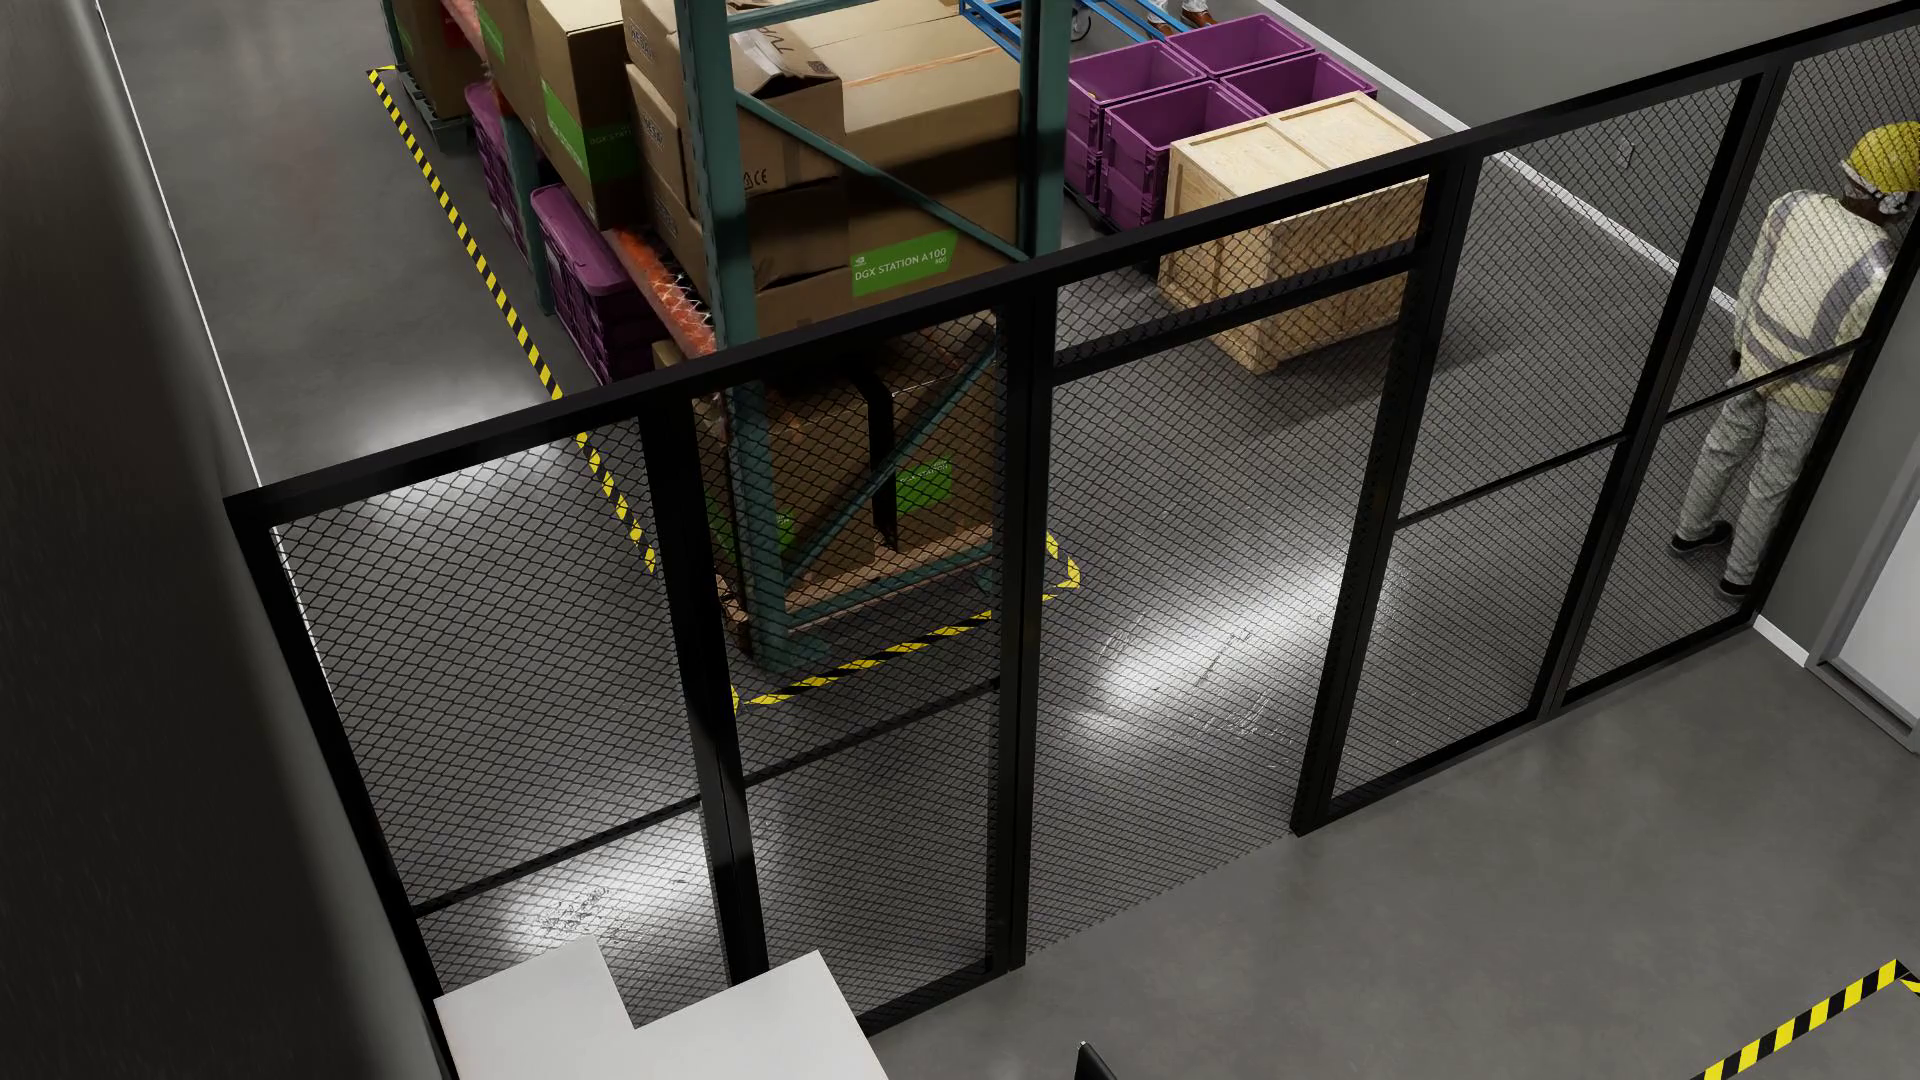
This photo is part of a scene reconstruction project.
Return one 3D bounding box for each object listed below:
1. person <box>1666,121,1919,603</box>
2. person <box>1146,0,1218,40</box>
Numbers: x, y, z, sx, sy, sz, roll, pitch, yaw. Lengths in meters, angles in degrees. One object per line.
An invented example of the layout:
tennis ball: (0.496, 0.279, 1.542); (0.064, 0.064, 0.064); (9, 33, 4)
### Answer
person: (2.857, -0.582, 5.658); (0.404, 1.833, 0.591); (-13, 44, -14)
person: (1.286, -3.631, 8.917); (0.627, 1.940, 0.376); (-20, 46, -21)
